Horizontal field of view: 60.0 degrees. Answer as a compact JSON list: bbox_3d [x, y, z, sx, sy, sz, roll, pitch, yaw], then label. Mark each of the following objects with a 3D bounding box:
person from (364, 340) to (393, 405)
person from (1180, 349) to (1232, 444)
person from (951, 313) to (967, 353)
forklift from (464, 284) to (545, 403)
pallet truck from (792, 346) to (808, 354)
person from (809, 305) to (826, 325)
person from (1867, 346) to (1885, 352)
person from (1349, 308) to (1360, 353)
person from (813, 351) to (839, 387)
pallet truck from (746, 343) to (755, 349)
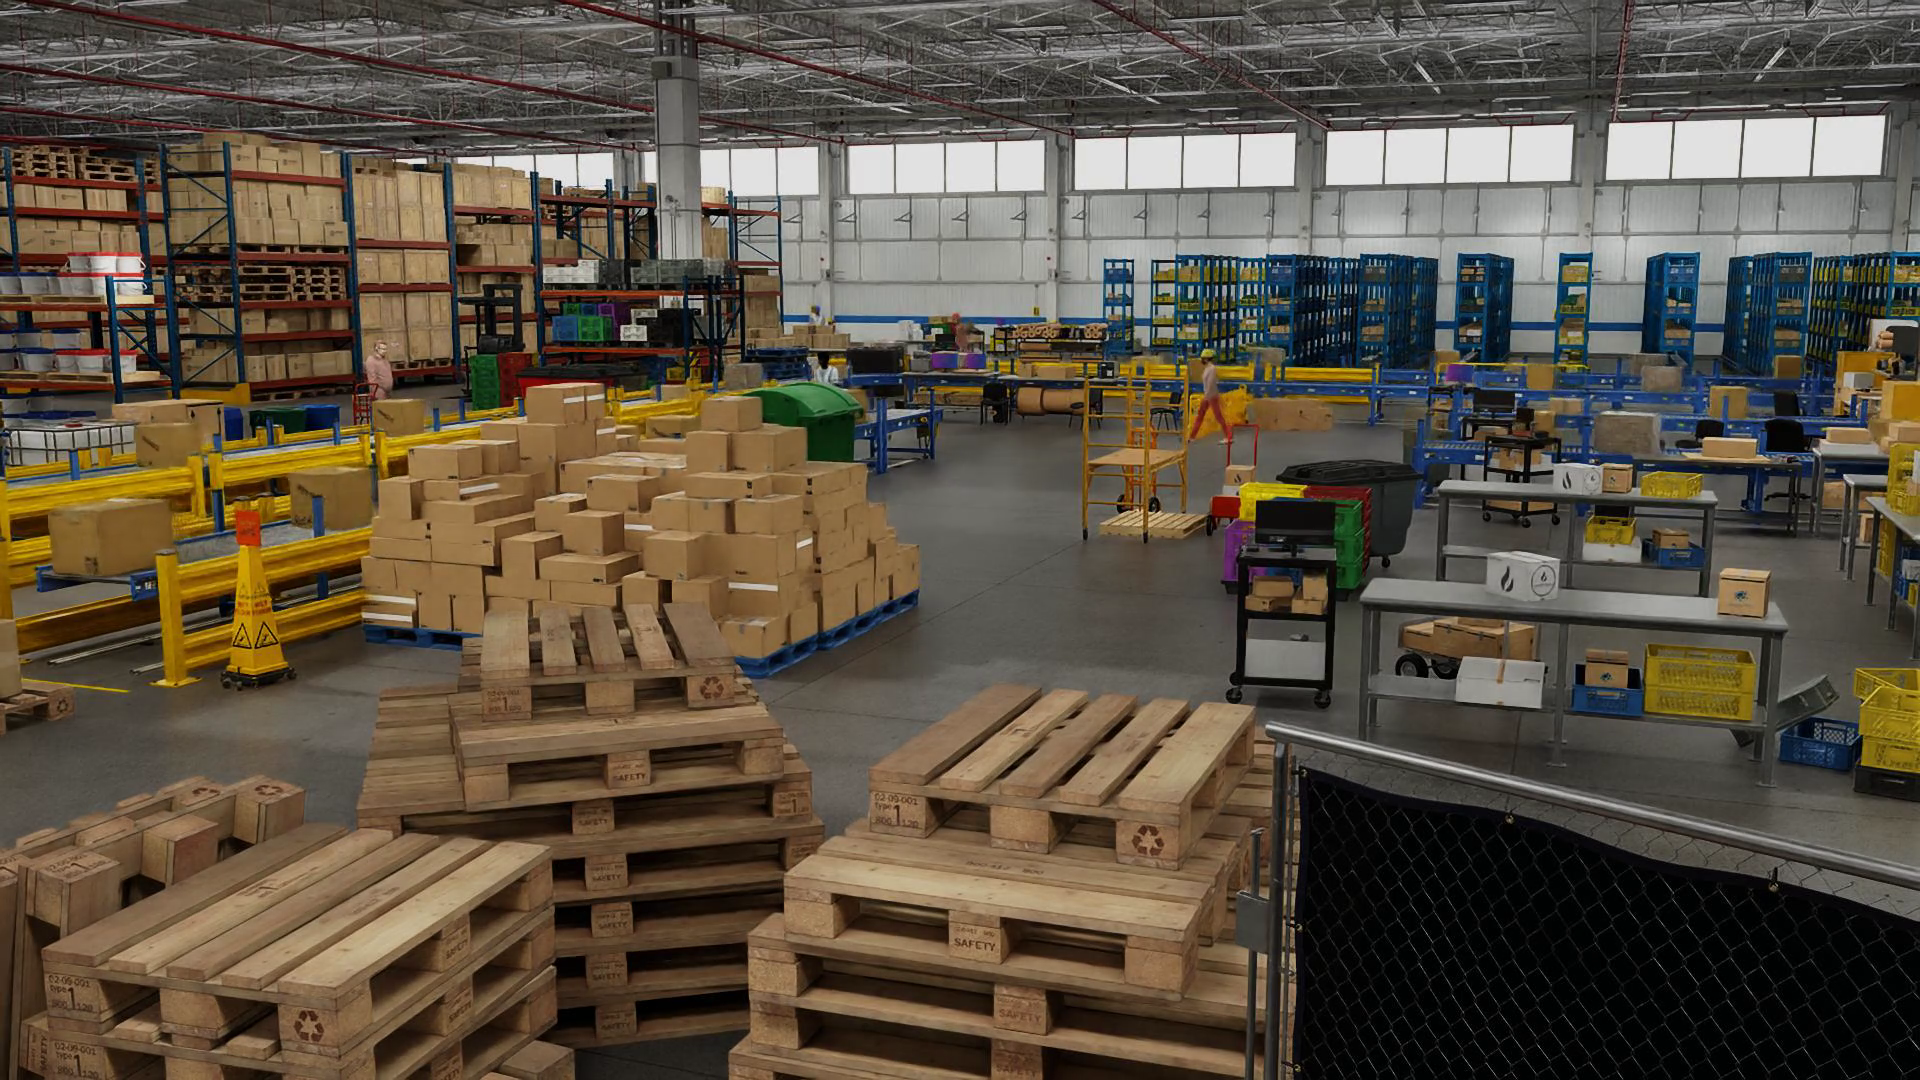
[{"bbox_3d":[-10.123,-2.541,29.110,0.409,1.903,0.638,1,9,4],"label":"person"},{"bbox_3d":[4.481,-2.571,29.882,0.926,1.716,0.539,-2,9,-10],"label":"person"},{"bbox_3d":[0.136,-5.608,48.266,0.927,1.946,0.632,1,9,7],"label":"person"},{"bbox_3d":[-10.832,-4.702,39.610,1.129,2.768,1.873,3,10,20],"label":"forklift"},{"bbox_3d":[-3.705,-4.298,42.022,0.653,1.274,1.630,3,10,20],"label":"pallet truck"},{"bbox_3d":[-5.250,-7.687,61.364,0.606,1.921,0.434,-2,9,-12],"label":"person"},{"bbox_3d":[21.158,-4.036,38.482,0.409,1.907,0.651,4,10,25],"label":"person"},{"bbox_3d":[14.521,-7.608,61.106,0.372,1.840,0.570,8,12,41],"label":"person"},{"bbox_3d":[-2.405,-2.621,30.331,0.534,1.668,0.723,3,10,20],"label":"person"},{"bbox_3d":[-6.183,-4.618,44.264,1.601,1.201,0.680,-9,12,-43],"label":"pallet truck"}]
